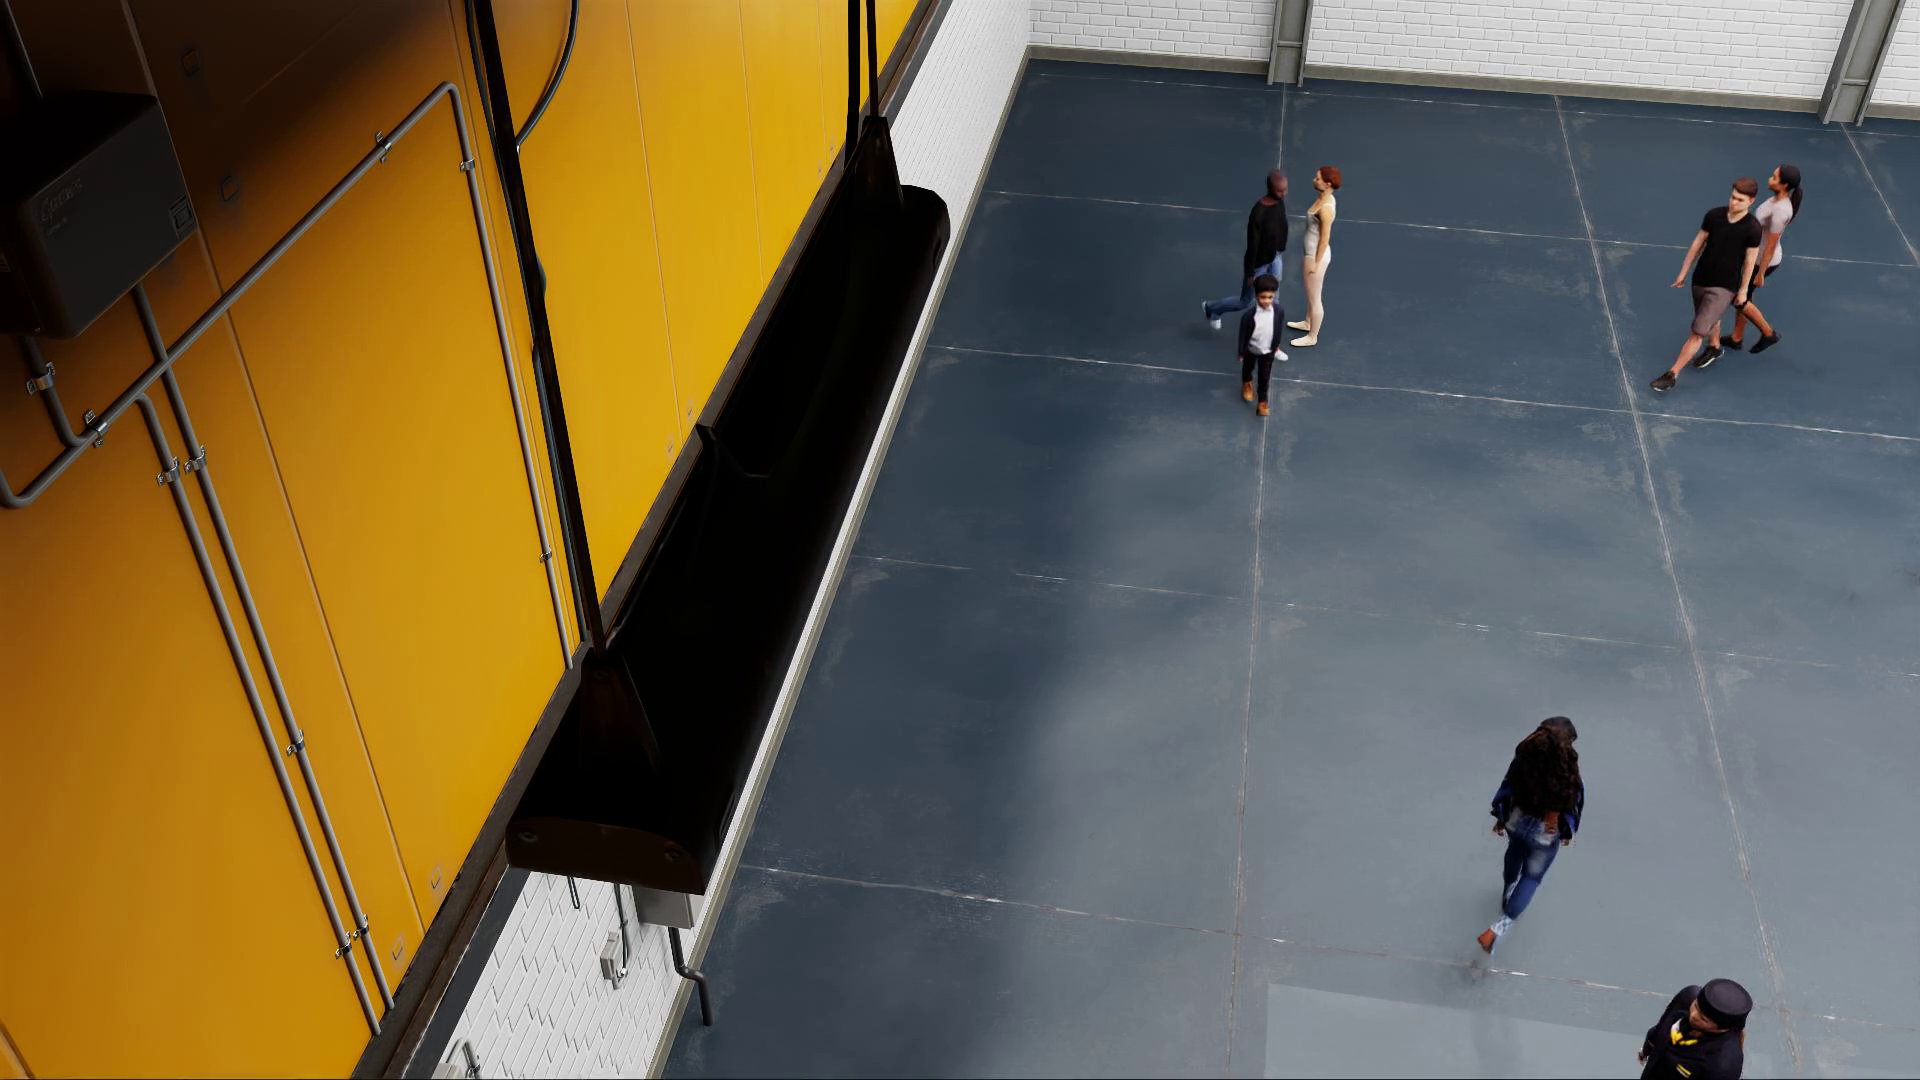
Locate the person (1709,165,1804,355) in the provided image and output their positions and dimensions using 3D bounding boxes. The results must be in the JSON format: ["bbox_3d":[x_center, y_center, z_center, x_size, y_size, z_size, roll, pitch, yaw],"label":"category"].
[{"bbox_3d":[6.806,-2.315,13.945,0.829,1.734,0.712,16,41,19],"label":"person"}]

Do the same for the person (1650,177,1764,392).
[{"bbox_3d":[6.256,-2.132,13.649,1.282,1.819,1.212,-23,44,-26],"label":"person"}]

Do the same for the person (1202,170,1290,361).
[{"bbox_3d":[2.458,-2.343,13.992,1.158,1.721,0.959,27,46,30],"label":"person"}]

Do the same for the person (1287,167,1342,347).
[{"bbox_3d":[3.043,-2.423,14.153,0.490,1.643,0.555,4,39,5],"label":"person"}]

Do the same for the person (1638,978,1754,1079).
[{"bbox_3d":[3.449,2.616,7.838,0.988,1.651,0.755,2,39,2],"label":"person"}]

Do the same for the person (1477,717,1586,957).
[{"bbox_3d":[3.115,1.635,9.112,0.999,1.594,0.955,26,46,29],"label":"person"}]

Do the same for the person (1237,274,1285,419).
[{"bbox_3d":[2.420,-1.625,13.513,0.789,1.195,0.664,-1,39,-1],"label":"person"}]
